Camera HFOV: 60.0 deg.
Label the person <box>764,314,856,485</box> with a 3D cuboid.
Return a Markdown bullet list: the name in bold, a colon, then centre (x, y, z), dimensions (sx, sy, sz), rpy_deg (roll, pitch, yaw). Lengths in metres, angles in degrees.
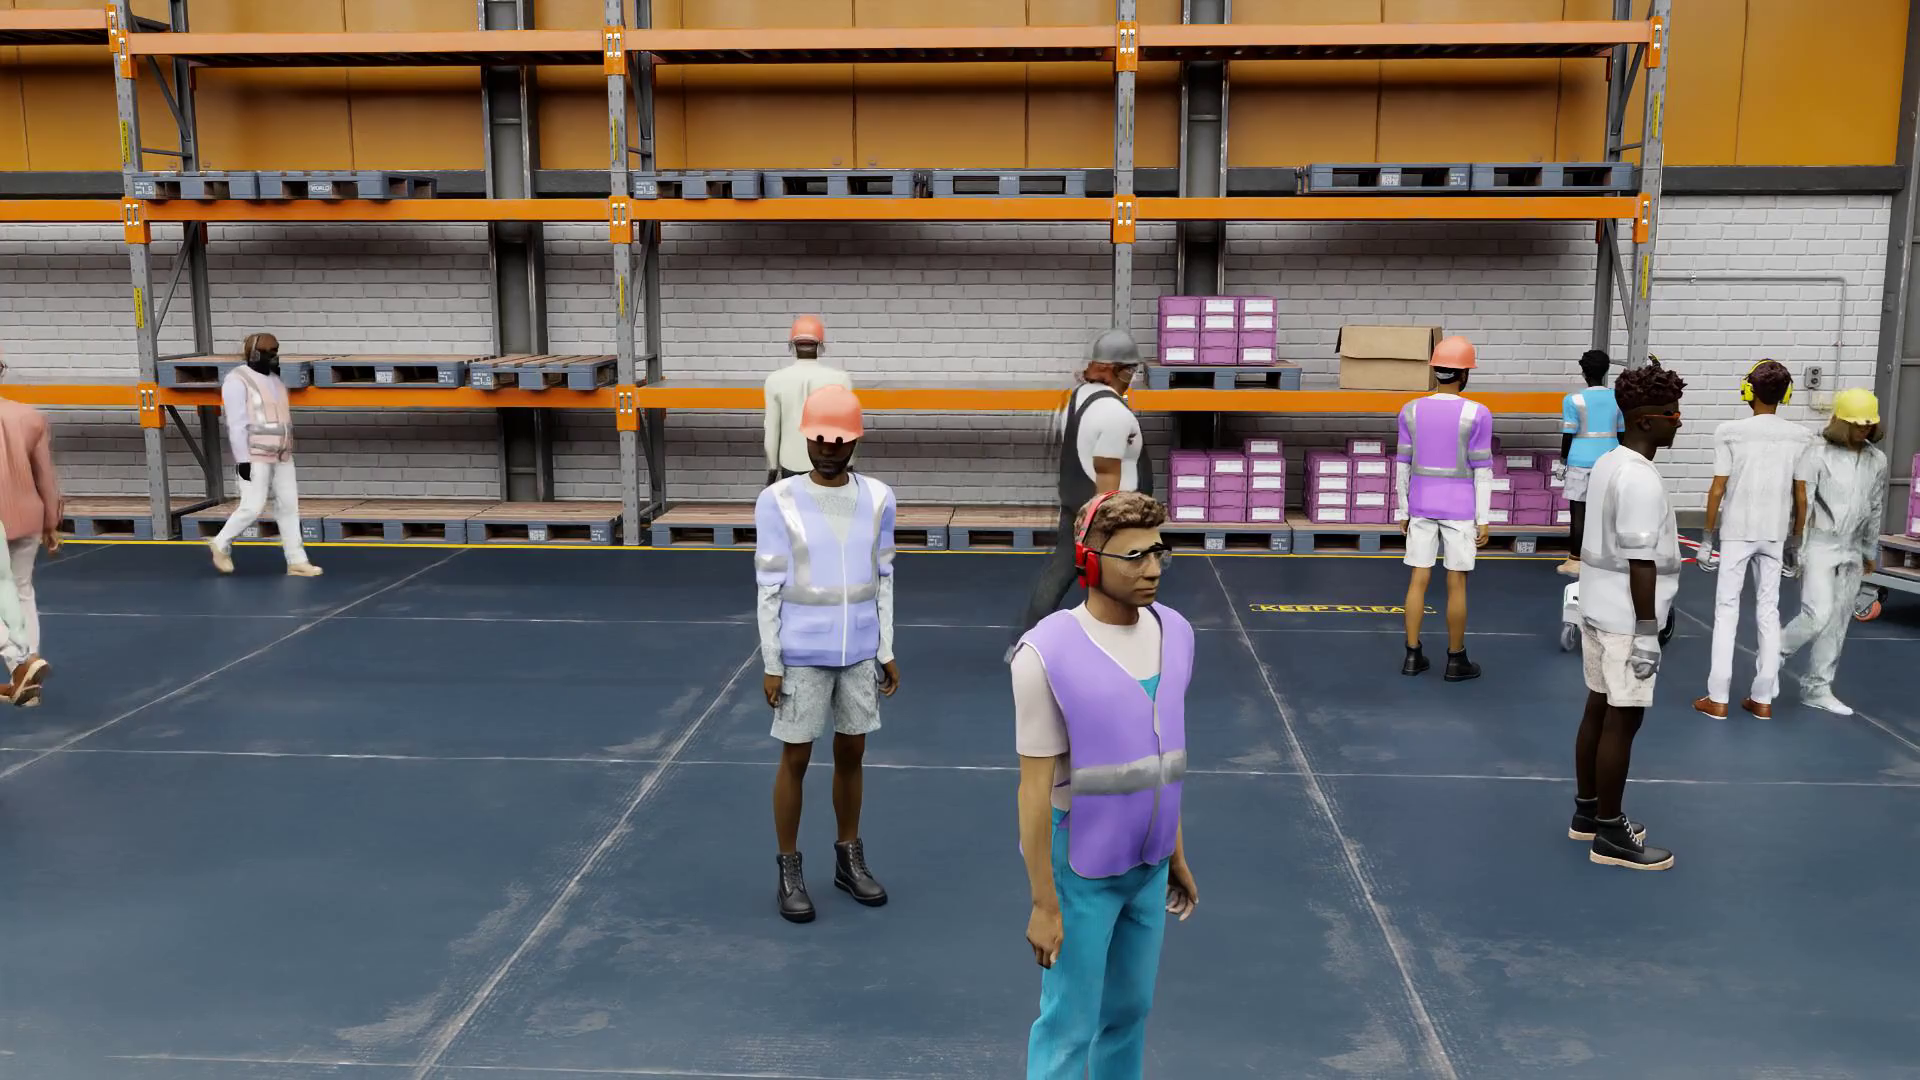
- **person**: centre (-1.003, -0.523, 11.244), dimensions (0.617, 1.993, 0.395), rpy_deg (0, 10, 0)

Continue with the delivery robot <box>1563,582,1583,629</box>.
- **delivery robot**: centre (3.965, 0.344, 10.095), dimensions (0.707, 0.478, 0.477), rpy_deg (-9, 13, -44)

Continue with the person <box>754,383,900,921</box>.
- **person**: centre (-0.461, 0.399, 6.013), dimensions (0.547, 1.934, 0.376), rpy_deg (-5, 11, -28)

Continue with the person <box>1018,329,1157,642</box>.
- **person**: centre (0.796, -0.255, 9.533), dimensions (1.069, 2.000, 0.681), rpy_deg (-4, 10, -22)

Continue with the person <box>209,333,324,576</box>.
- **person**: centre (-5.172, -0.618, 12.291), dimensions (0.747, 1.822, 0.648), rpy_deg (3, 10, 17)

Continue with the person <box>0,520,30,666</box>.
- **person**: centre (-4.177, 0.418, 6.914), dimensions (0.542, 1.589, 0.850), rpy_deg (-9, 13, -41)

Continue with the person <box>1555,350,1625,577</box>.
- **person**: centre (4.688, -0.562, 12.351), dimensions (0.531, 1.692, 0.320), rpy_deg (-1, 10, -7)

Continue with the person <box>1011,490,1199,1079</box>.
- **person**: centre (0.345, 0.789, 3.990), dimensions (0.389, 1.846, 0.564), rpy_deg (9, 13, 43)

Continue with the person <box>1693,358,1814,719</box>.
- **person**: centre (4.070, 0.004, 8.557), dimensions (0.514, 1.866, 0.334), rpy_deg (1, 10, 4)

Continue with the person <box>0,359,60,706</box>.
- **person**: centre (-4.982, -0.073, 8.657), dimensions (0.571, 1.970, 0.644), rpy_deg (6, 11, 30)

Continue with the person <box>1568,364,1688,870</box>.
- **person**: centre (2.627, 0.293, 6.540), dimensions (0.364, 1.965, 0.609), rpy_deg (1, 10, 6)

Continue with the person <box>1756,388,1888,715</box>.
- **person**: centre (4.525, 0.056, 8.643), dimensions (0.510, 1.719, 0.499), rpy_deg (-3, 10, -18)

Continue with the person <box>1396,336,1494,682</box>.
- **person**: centre (2.726, -0.173, 9.352), dimensions (0.548, 1.937, 0.358), rpy_deg (7, 12, 37)
